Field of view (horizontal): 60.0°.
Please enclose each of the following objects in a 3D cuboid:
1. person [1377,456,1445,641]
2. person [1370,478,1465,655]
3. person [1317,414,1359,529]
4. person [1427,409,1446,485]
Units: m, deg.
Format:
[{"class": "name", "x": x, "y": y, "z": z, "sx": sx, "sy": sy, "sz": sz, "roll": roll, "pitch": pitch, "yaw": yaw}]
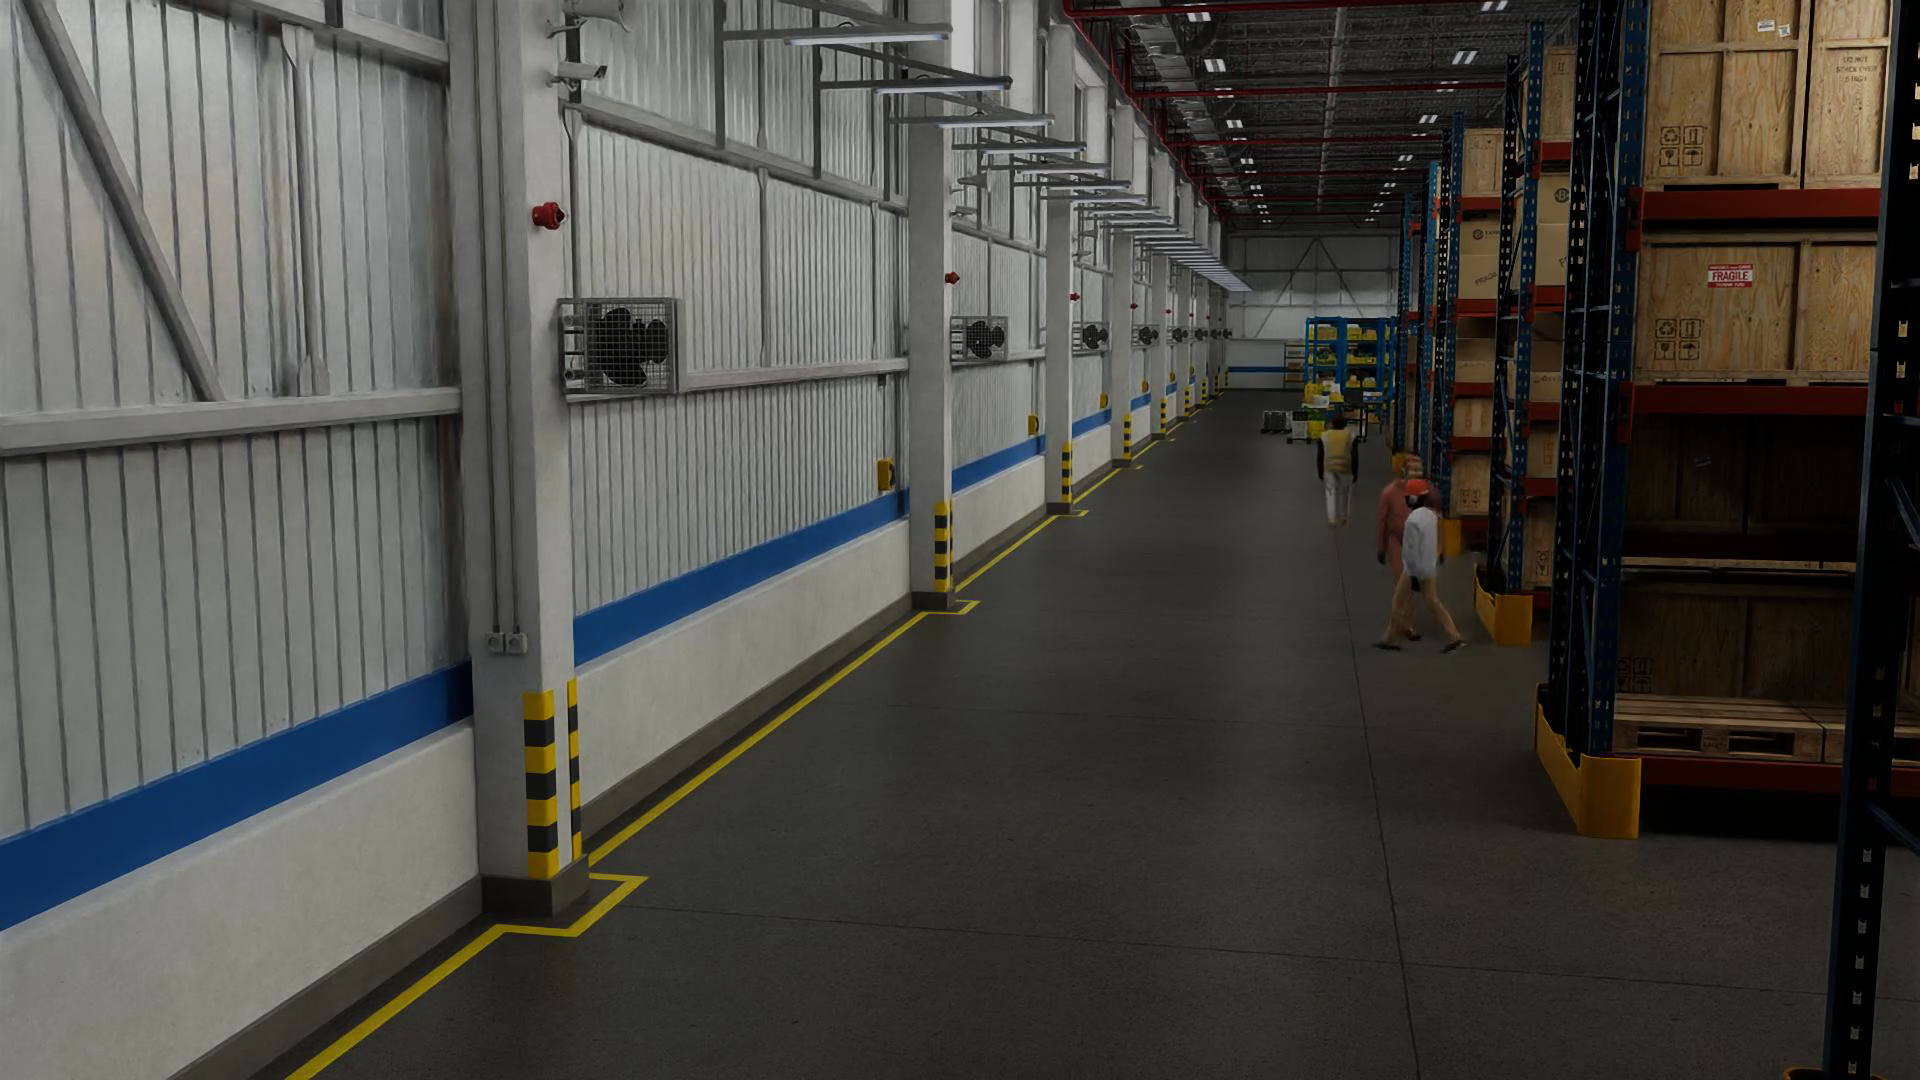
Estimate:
[{"class": "person", "x": 4.616, "y": 0.050, "z": 17.077, "sx": 0.650, "sy": 1.857, "sz": 1.027, "roll": 0, "pitch": 7, "yaw": -3}, {"class": "person", "x": 4.449, "y": 0.258, "z": 16.006, "sx": 0.893, "sy": 1.707, "sz": 0.567, "roll": 6, "pitch": 10, "yaw": 42}, {"class": "person", "x": 6.028, "y": -1.102, "z": 26.509, "sx": 0.657, "sy": 1.791, "sz": 0.942, "roll": 2, "pitch": 8, "yaw": 19}, {"class": "person", "x": 7.523, "y": -1.087, "z": 25.914, "sx": 0.580, "sy": 1.916, "sz": 0.559, "roll": -1, "pitch": 7, "yaw": -10}]
